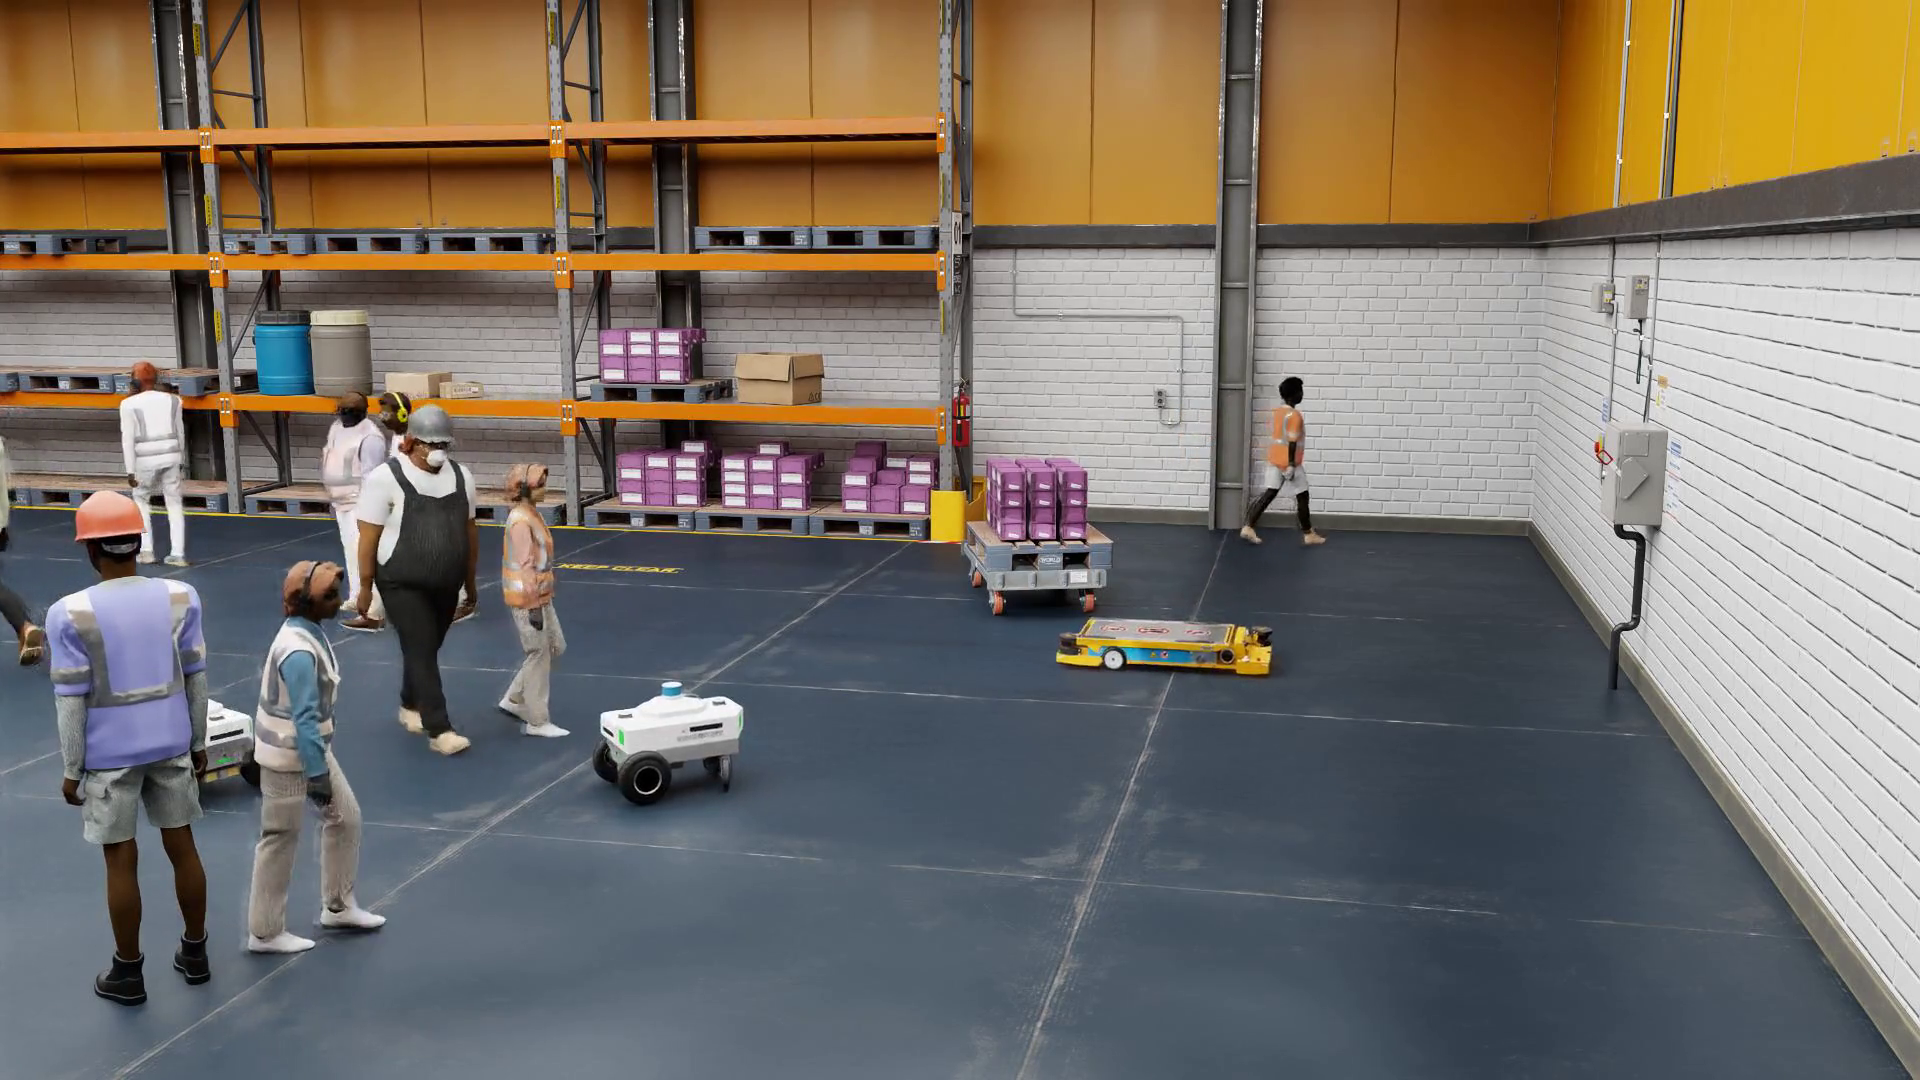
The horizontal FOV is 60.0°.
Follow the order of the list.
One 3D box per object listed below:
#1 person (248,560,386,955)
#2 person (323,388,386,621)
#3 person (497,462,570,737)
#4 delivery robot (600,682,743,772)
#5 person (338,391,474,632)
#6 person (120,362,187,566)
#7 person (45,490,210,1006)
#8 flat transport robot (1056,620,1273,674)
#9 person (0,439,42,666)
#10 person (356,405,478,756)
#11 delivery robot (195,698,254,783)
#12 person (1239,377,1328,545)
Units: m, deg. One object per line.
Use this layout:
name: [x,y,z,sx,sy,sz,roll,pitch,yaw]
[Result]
person: [-2.580,0.869,6.624,0.624,1.606,0.527,-2,10,-14]
person: [-4.703,-0.278,12.874,0.431,1.813,0.756,-9,13,-43]
person: [-2.469,0.355,9.630,0.349,1.626,0.539,-1,10,-8]
delivery robot: [-1.509,0.991,8.750,0.707,0.478,0.477,-5,11,-30]
person: [-4.141,-0.210,12.461,1.021,1.808,0.530,-8,13,-40]
person: [-7.346,-0.691,15.144,0.697,1.858,0.610,8,13,41]
person: [-3.103,0.773,6.242,0.361,1.935,0.544,9,13,43]
flat transport robot: [1.420,0.720,11.470,1.431,0.197,0.652,2,10,12]
person: [-6.577,-0.067,11.092,0.747,1.978,0.626,4,10,24]
person: [-3.079,0.162,9.544,0.806,2.000,0.707,8,12,38]
delivery robot: [-4.037,0.994,8.733,0.707,0.478,0.477,7,12,36]
person: [3.137,-0.756,16.124,0.870,1.659,0.538,-2,10,-13]
